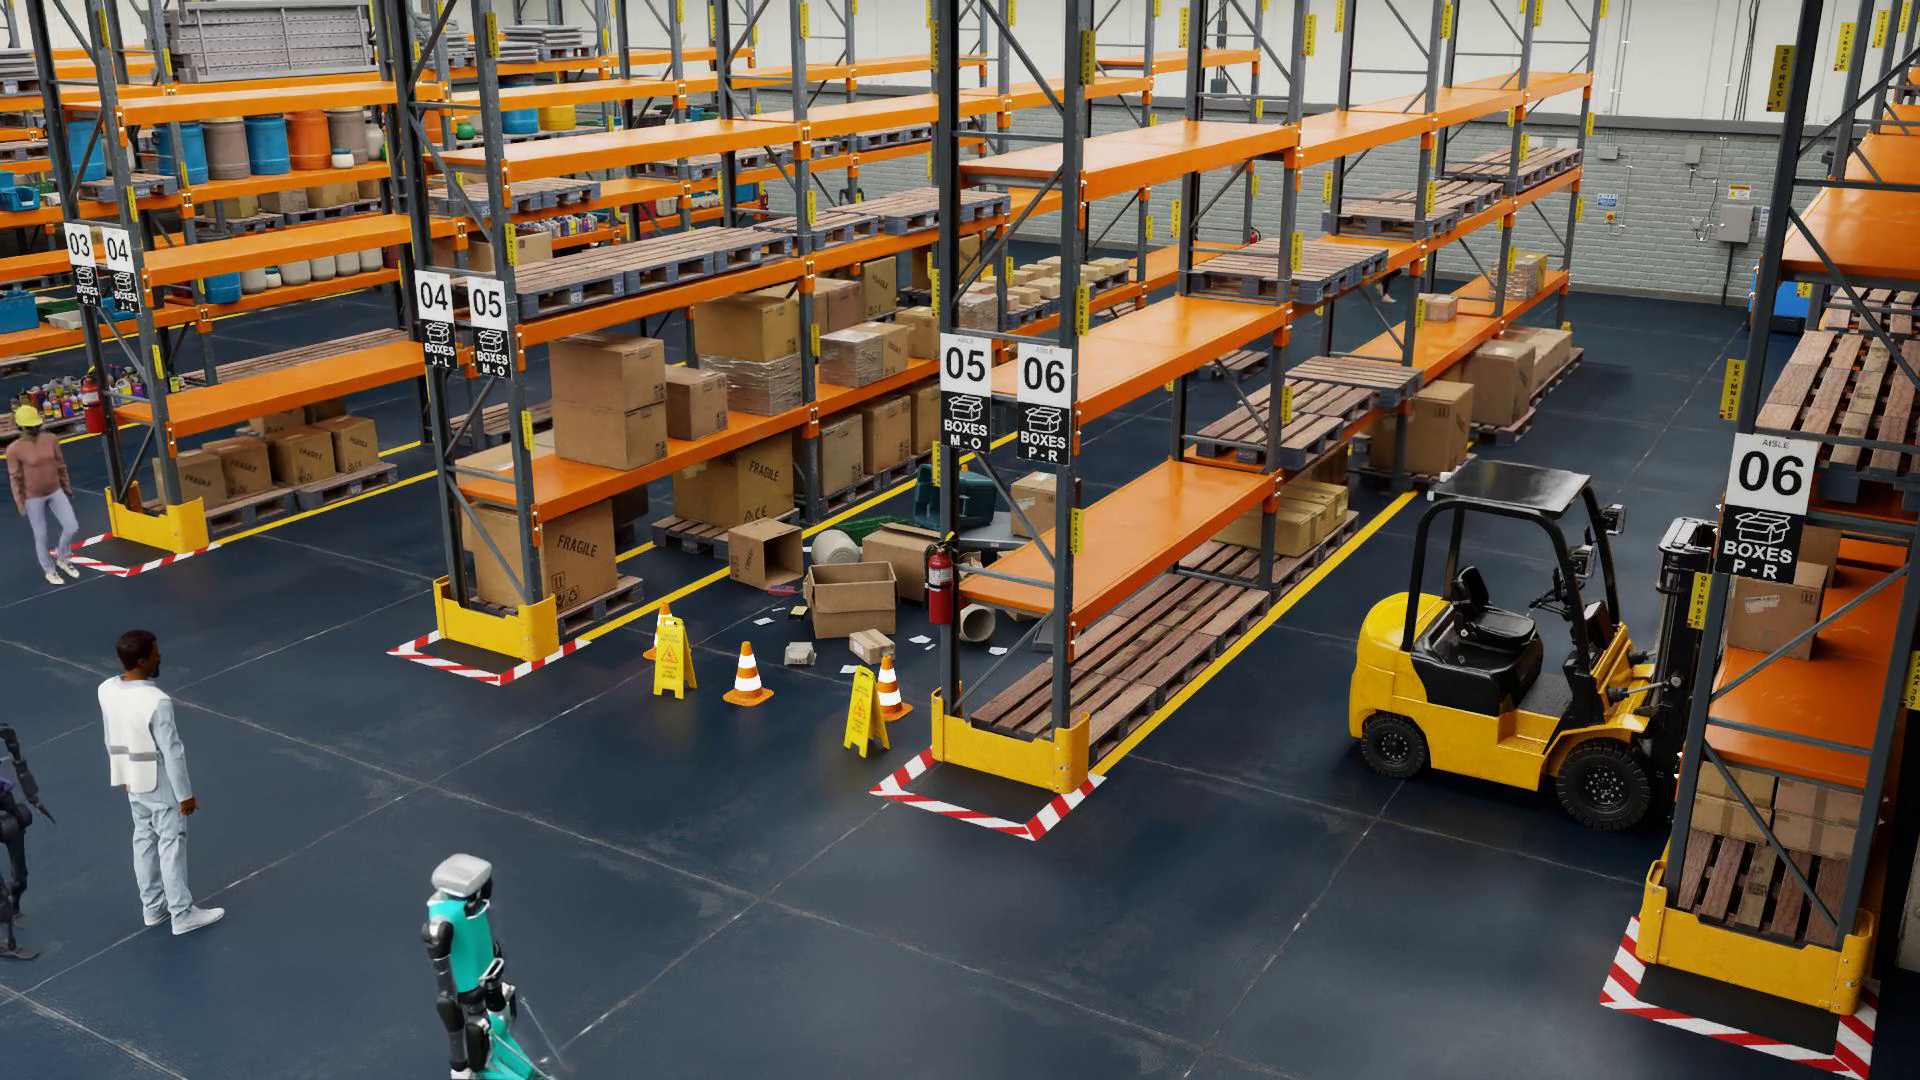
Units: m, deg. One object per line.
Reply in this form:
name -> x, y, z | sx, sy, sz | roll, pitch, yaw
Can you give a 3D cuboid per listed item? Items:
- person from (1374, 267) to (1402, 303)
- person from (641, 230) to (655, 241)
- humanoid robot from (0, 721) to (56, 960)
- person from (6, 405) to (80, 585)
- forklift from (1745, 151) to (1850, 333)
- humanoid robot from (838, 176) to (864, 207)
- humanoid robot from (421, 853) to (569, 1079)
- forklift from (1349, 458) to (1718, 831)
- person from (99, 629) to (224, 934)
person -> 7.435, -4.938, 28.723 | 0.406, 1.679, 0.543 | 13, 23, 33
person -> -6.446, -6.745, 33.806 | 0.507, 1.779, 0.607 | -3, 19, -10
humanoid robot -> -5.673, 1.635, 9.781 | 0.591, 1.647, 0.609 | 9, 21, 24
person -> -8.552, -0.415, 15.535 | 0.416, 1.746, 0.559 | 12, 22, 31
forklift -> 13.620, -4.667, 26.137 | 1.873, 2.768, 1.129 | 11, 22, 29
humanoid robot -> -2.187, -6.495, 33.305 | 0.588, 1.623, 0.774 | -9, 21, -25
humanoid robot -> -2.050, 2.315, 7.718 | 0.689, 1.834, 0.532 | 3, 19, 8
forklift -> 3.988, 0.658, 11.776 | 2.313, 2.155, 1.214 | 11, 22, 29
person -> -4.817, 1.444, 9.918 | 0.595, 1.916, 0.374 | 10, 22, 27
